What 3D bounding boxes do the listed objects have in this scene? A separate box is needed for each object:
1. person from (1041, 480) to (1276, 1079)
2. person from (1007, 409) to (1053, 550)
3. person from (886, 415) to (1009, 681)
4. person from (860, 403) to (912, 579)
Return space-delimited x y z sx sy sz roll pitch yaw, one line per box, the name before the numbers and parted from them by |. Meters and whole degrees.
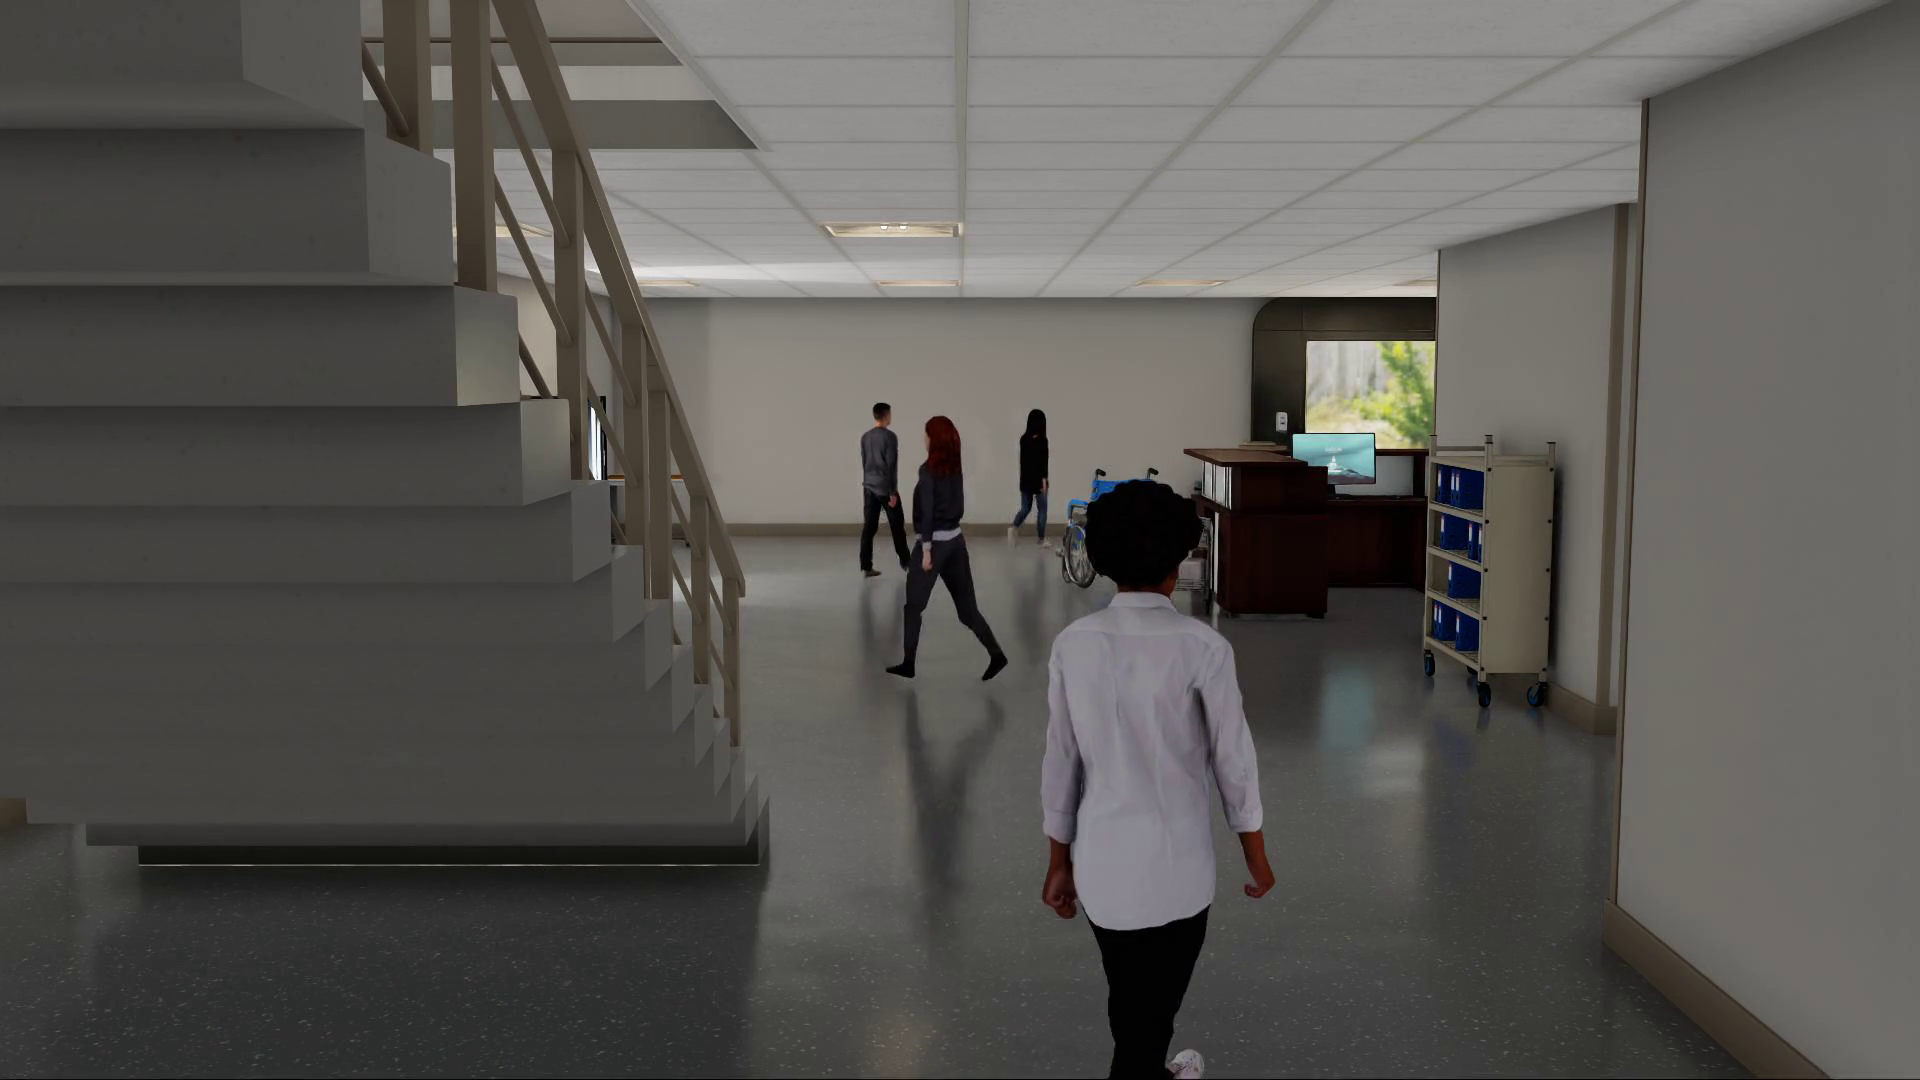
person | 0.403 0.785 3.907 1.013 1.760 1.193 4 7 32
person | 0.797 -0.669 19.061 0.913 1.620 1.071 4 7 35
person | -0.048 0.098 10.839 1.110 1.741 1.148 4 7 37
person | -0.838 -0.460 16.460 1.007 1.725 1.175 4 7 34
